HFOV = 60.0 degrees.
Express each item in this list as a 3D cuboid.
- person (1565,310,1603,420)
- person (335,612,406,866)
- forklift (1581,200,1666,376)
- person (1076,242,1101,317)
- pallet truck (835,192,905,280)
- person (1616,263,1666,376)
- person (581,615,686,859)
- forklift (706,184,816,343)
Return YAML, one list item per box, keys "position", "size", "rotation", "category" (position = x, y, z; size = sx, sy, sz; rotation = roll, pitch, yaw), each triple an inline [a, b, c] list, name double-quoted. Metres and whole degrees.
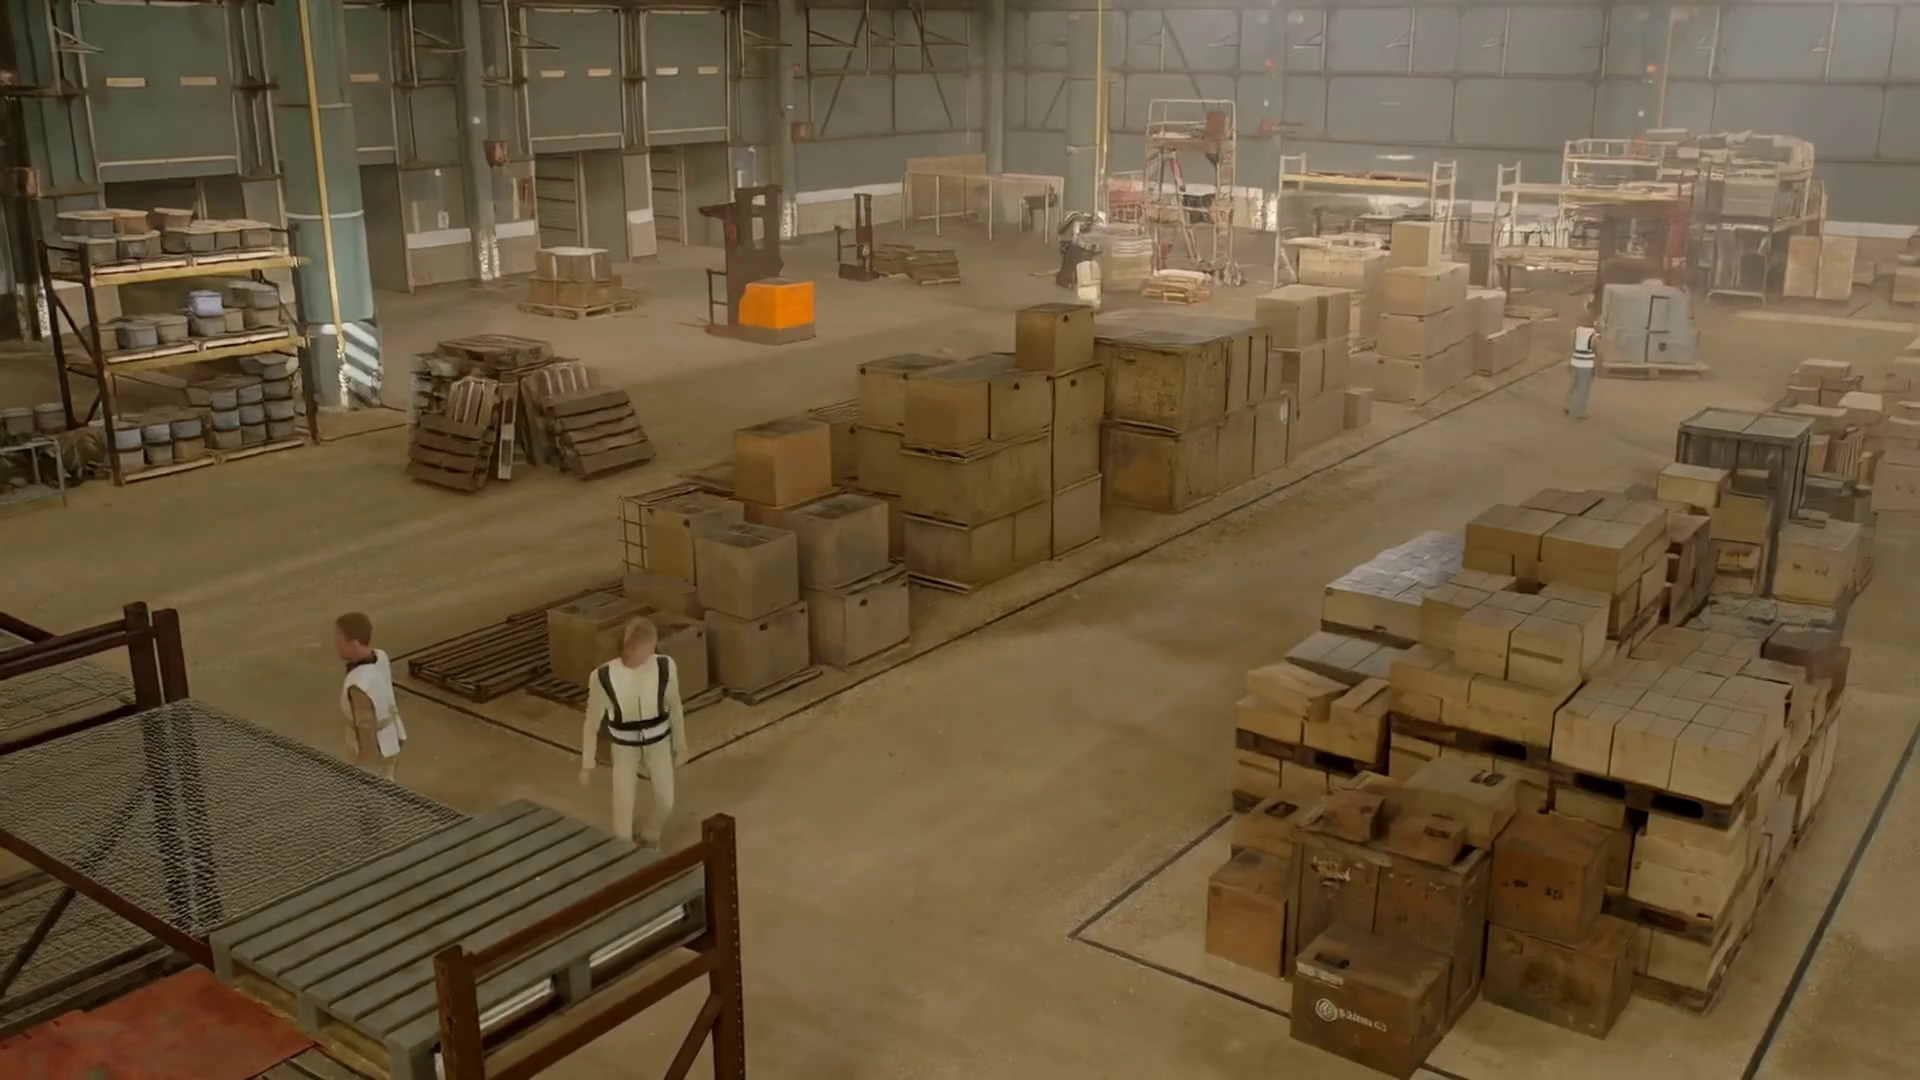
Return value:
- position: [9.158, -2.556, 24.361]
  size: [0.371, 1.625, 0.548]
  rotation: [-10, 20, -31]
  category: "person"
- position: [-3.825, 1.378, 10.846]
  size: [0.391, 1.920, 0.587]
  rotation: [-2, 17, -8]
  category: "person"
- position: [11.205, -4.296, 27.999]
  size: [1.129, 2.768, 1.873]
  rotation: [3, 17, 11]
  category: "forklift"
- position: [2.324, -4.363, 29.828]
  size: [0.542, 1.938, 0.358]
  rotation: [16, 23, 42]
  category: "person"
- position: [-1.936, -7.159, 38.982]
  size: [1.885, 1.965, 0.823]
  rotation: [-12, 21, -34]
  category: "pallet truck"
- position: [11.317, -3.629, 27.484]
  size: [0.652, 1.882, 1.008]
  rotation: [-4, 17, -12]
  category: "person"
- position: [-2.171, 1.381, 10.933]
  size: [0.717, 1.872, 0.457]
  rotation: [-6, 18, -20]
  category: "person"
- position: [-3.717, -5.181, 30.929]
  size: [1.873, 2.768, 1.129]
  rotation: [12, 21, 35]
  category: "forklift"
